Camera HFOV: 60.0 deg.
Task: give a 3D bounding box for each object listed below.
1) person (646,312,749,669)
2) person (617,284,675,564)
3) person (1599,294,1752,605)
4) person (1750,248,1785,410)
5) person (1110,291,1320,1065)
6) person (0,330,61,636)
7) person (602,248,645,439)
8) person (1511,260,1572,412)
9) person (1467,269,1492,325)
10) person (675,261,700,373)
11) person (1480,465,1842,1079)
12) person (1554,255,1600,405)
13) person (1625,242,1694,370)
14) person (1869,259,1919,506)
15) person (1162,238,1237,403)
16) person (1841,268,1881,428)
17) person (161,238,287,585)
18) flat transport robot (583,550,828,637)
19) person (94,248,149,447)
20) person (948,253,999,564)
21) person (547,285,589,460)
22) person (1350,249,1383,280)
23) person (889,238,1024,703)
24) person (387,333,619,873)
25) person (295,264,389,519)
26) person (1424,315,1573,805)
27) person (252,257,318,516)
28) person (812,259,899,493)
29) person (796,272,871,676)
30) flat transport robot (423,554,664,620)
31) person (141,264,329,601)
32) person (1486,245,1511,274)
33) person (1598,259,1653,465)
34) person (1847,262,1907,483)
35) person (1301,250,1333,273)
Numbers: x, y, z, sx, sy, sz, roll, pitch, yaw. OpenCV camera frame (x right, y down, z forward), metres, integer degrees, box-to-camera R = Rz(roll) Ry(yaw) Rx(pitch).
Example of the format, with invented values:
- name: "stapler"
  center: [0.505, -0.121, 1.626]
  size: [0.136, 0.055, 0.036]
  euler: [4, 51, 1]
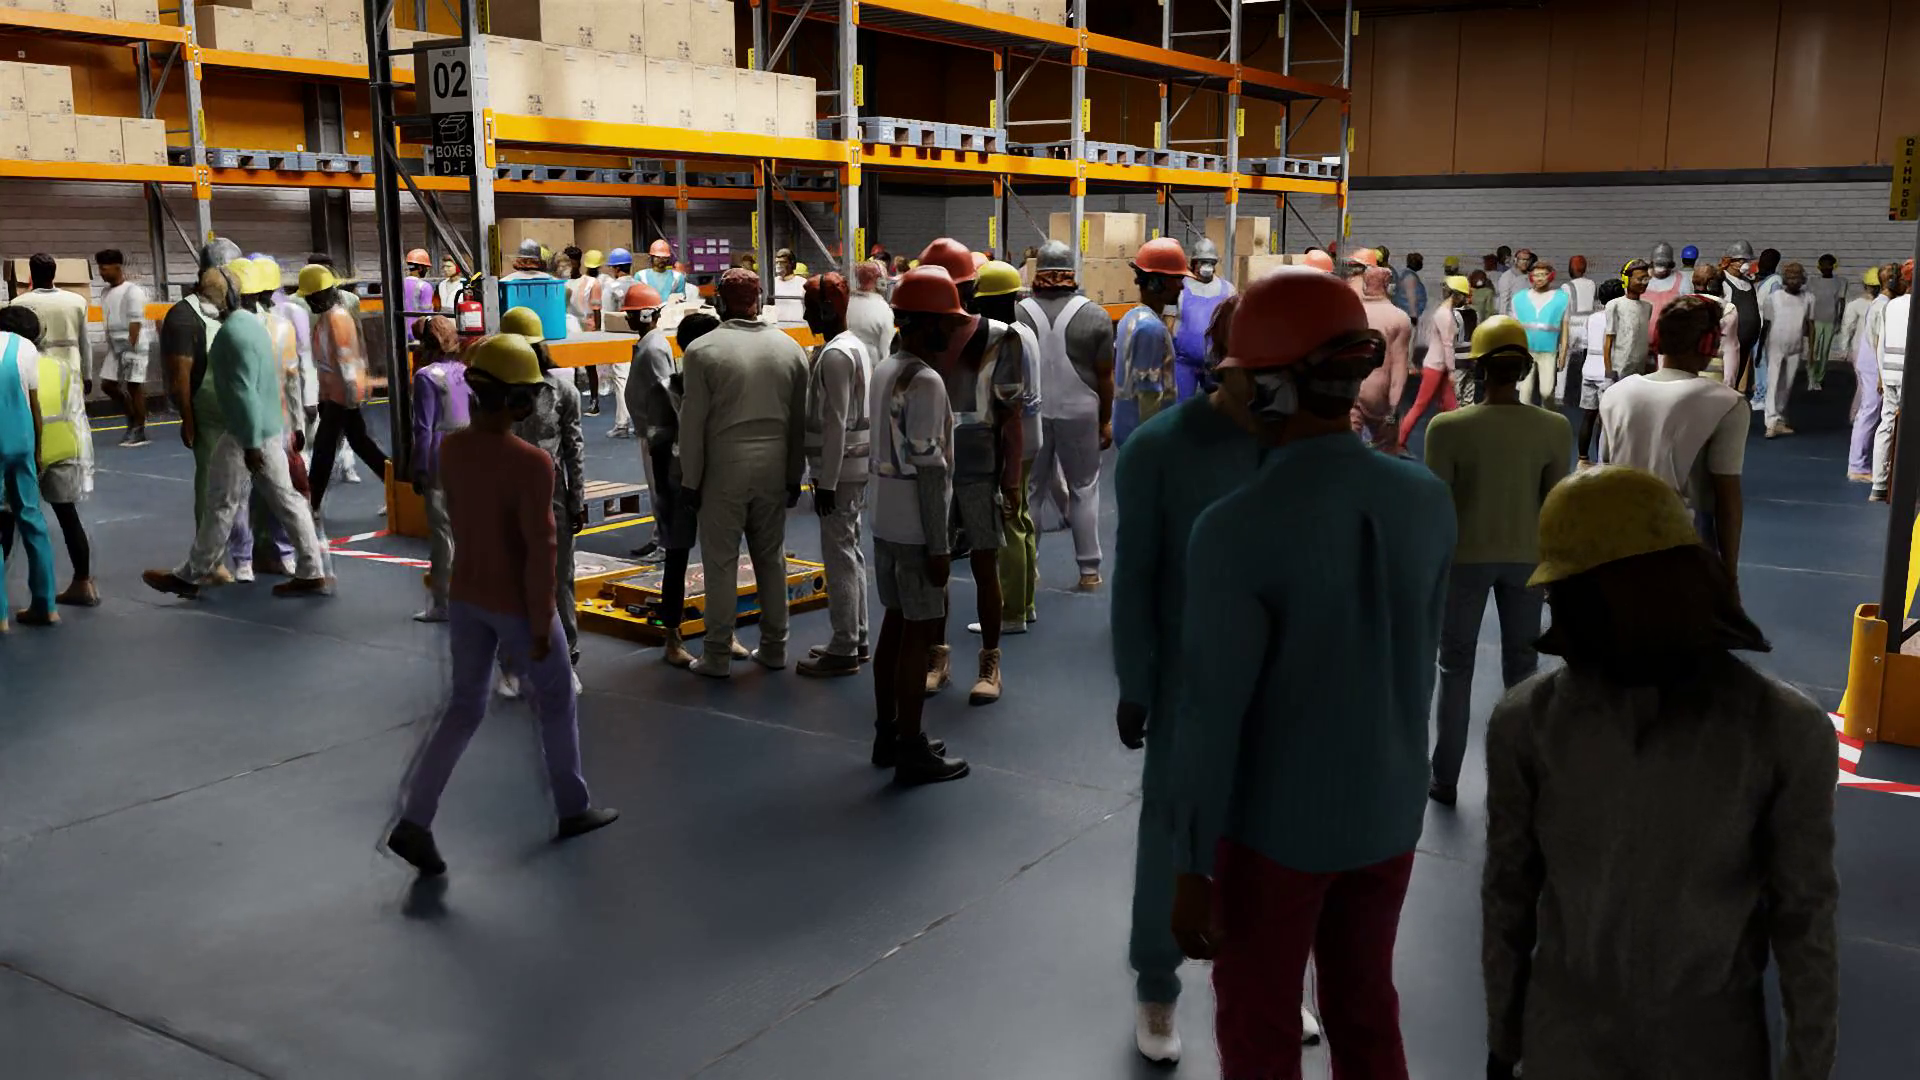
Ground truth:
- name: "person"
  center: [-1.239, -0.237, 7.917]
  size: [0.534, 1.694, 0.321]
  euler: [-8, 13, -37]
- name: "person"
  center: [-1.956, -0.726, 10.449]
  size: [0.342, 1.749, 0.570]
  euler: [-3, 11, -16]
- name: "person"
  center: [2.451, 0.068, 5.819]
  size: [0.390, 1.837, 0.561]
  euler: [-6, 12, -29]
- name: "person"
  center: [9.614, -2.504, 19.840]
  size: [0.392, 1.922, 0.592]
  euler: [2, 10, 9]
- name: "person"
  center: [0.692, 0.339, 4.128]
  size: [0.649, 1.905, 0.402]
  euler: [-3, 11, -14]
- name: "person"
  center: [-4.958, -0.426, 8.564]
  size: [0.337, 1.839, 0.510]
  euler: [6, 12, 29]
- name: "person"
  center: [-3.415, -2.006, 17.034]
  size: [0.416, 1.940, 0.608]
  euler: [8, 13, 37]
- name: "person"
  center: [5.723, -1.850, 16.477]
  size: [0.573, 1.832, 0.457]
  euler: [5, 11, 26]
- name: "person"
  center: [7.616, -3.227, 24.705]
  size: [0.509, 1.608, 0.619]
  euler: [0, 10, -1]
- name: "person"
  center: [-3.803, -2.932, 22.720]
  size: [0.580, 1.734, 0.444]
  euler: [3, 11, 17]
- name: "person"
  center: [1.017, 0.736, 2.478]
  size: [0.512, 1.699, 0.640]
  euler: [5, 11, 25]
- name: "person"
  center: [7.535, -2.525, 20.178]
  size: [0.589, 1.855, 0.911]
  euler: [-3, 11, -16]
- name: "person"
  center: [7.447, -2.191, 17.769]
  size: [0.712, 2.000, 0.538]
  euler: [4, 11, 20]
- name: "person"
  center: [7.255, -1.201, 12.719]
  size: [0.355, 1.885, 0.574]
  euler: [-2, 10, -10]
- name: "person"
  center: [2.149, -1.645, 14.746]
  size: [0.684, 2.000, 0.538]
  euler: [-1, 10, -8]
- name: "person"
  center: [9.614, -1.982, 17.499]
  size: [0.529, 1.720, 0.884]
  euler: [0, 10, 0]
- name: "person"
  center: [-4.294, -0.767, 9.879]
  size: [0.538, 2.000, 0.690]
  euler: [7, 12, 34]
- name: "flat transport robot"
  center: [-1.273, 0.272, 9.030]
  size: [0.652, 0.197, 1.431]
  euler: [8, 13, 39]
- name: "person"
  center: [-8.207, -1.873, 16.284]
  size: [0.600, 1.941, 0.455]
  euler: [5, 11, 24]
- name: "person"
  center: [0.079, -0.802, 10.351]
  size: [0.545, 1.942, 0.352]
  euler: [7, 12, 32]
- name: "person"
  center: [-3.662, -1.548, 15.399]
  size: [0.552, 1.607, 0.644]
  euler: [5, 12, 27]
- name: "person"
  center: [5.754, -3.145, 23.451]
  size: [0.598, 1.902, 0.604]
  euler: [5, 12, 27]
- name: "person"
  center: [-0.031, -0.294, 7.297]
  size: [0.613, 2.030, 0.404]
  euler: [3, 11, 15]
- name: "person"
  center: [-1.516, 0.198, 5.393]
  size: [0.522, 1.733, 0.829]
  euler: [6, 12, 28]
- name: "person"
  center: [-4.464, -1.067, 12.066]
  size: [0.972, 1.862, 0.601]
  euler: [-5, 11, -25]
- name: "person"
  center: [1.896, 0.082, 5.961]
  size: [0.525, 1.760, 0.340]
  euler: [1, 10, 3]
- name: "person"
  center: [-4.732, -0.987, 11.469]
  size: [0.648, 1.903, 0.525]
  euler: [2, 10, 12]
- name: "person"
  center: [-0.729, -1.155, 12.484]
  size: [0.647, 1.889, 0.797]
  euler: [9, 13, 39]
- name: "person"
  center: [-0.580, -0.309, 7.808]
  size: [0.375, 1.879, 0.581]
  euler: [0, 10, 2]
- name: "flat transport robot"
  center: [-2.334, 0.212, 9.361]
  size: [1.431, 0.197, 0.652]
  euler: [8, 13, 39]
- name: "person"
  center: [-4.071, -0.579, 9.266]
  size: [1.039, 1.878, 0.675]
  euler: [-2, 10, -11]
- name: "person"
  center: [8.786, -3.830, 27.145]
  size: [0.370, 1.936, 0.627]
  euler: [9, 14, 41]
- name: "person"
  center: [5.413, -1.328, 13.465]
  size: [0.531, 1.871, 0.322]
  euler: [-6, 12, -29]
- name: "person"
  center: [7.681, -1.390, 13.906]
  size: [0.345, 1.838, 0.507]
  euler: [4, 11, 22]
- name: "person"
  center: [2.850, -1.360, 13.439]
  size: [0.348, 1.942, 0.548]
  euler: [3, 11, 14]
